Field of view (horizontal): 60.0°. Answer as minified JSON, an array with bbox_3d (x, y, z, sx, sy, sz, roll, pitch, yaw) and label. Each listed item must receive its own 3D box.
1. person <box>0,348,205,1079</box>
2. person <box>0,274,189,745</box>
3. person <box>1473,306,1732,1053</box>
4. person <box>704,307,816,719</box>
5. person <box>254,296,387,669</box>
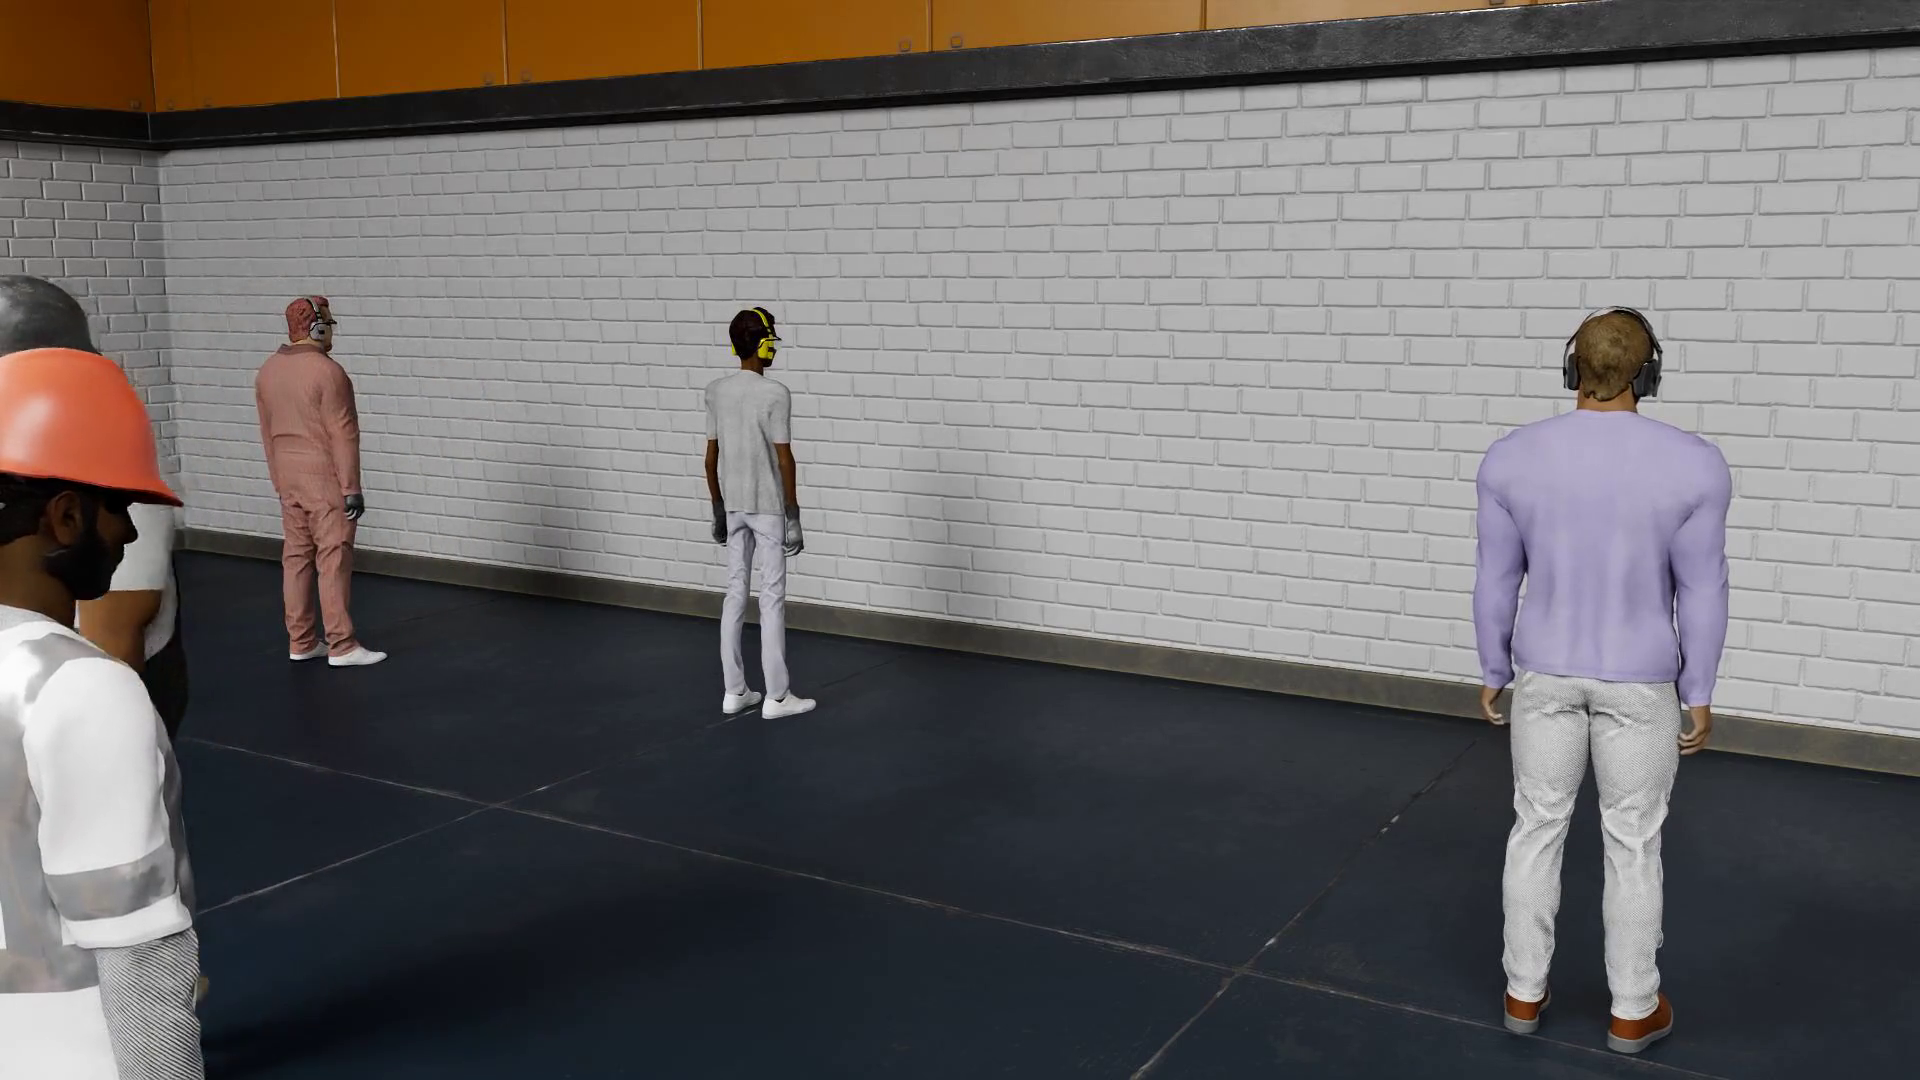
[{"bbox_3d":[-1.155,0.717,2.200,0.543,1.928,0.370,5,11,30],"label":"person"},{"bbox_3d":[-2.114,0.387,3.906,0.714,2.000,0.536,9,12,43],"label":"person"},{"bbox_3d":[1.658,0.366,4.356,0.627,1.940,0.373,5,11,30],"label":"person"},{"bbox_3d":[-0.927,-0.118,7.601,0.514,1.868,0.329,5,11,30],"label":"person"},{"bbox_3d":[-3.291,-0.293,8.568,0.638,1.910,0.407,5,11,30],"label":"person"}]
